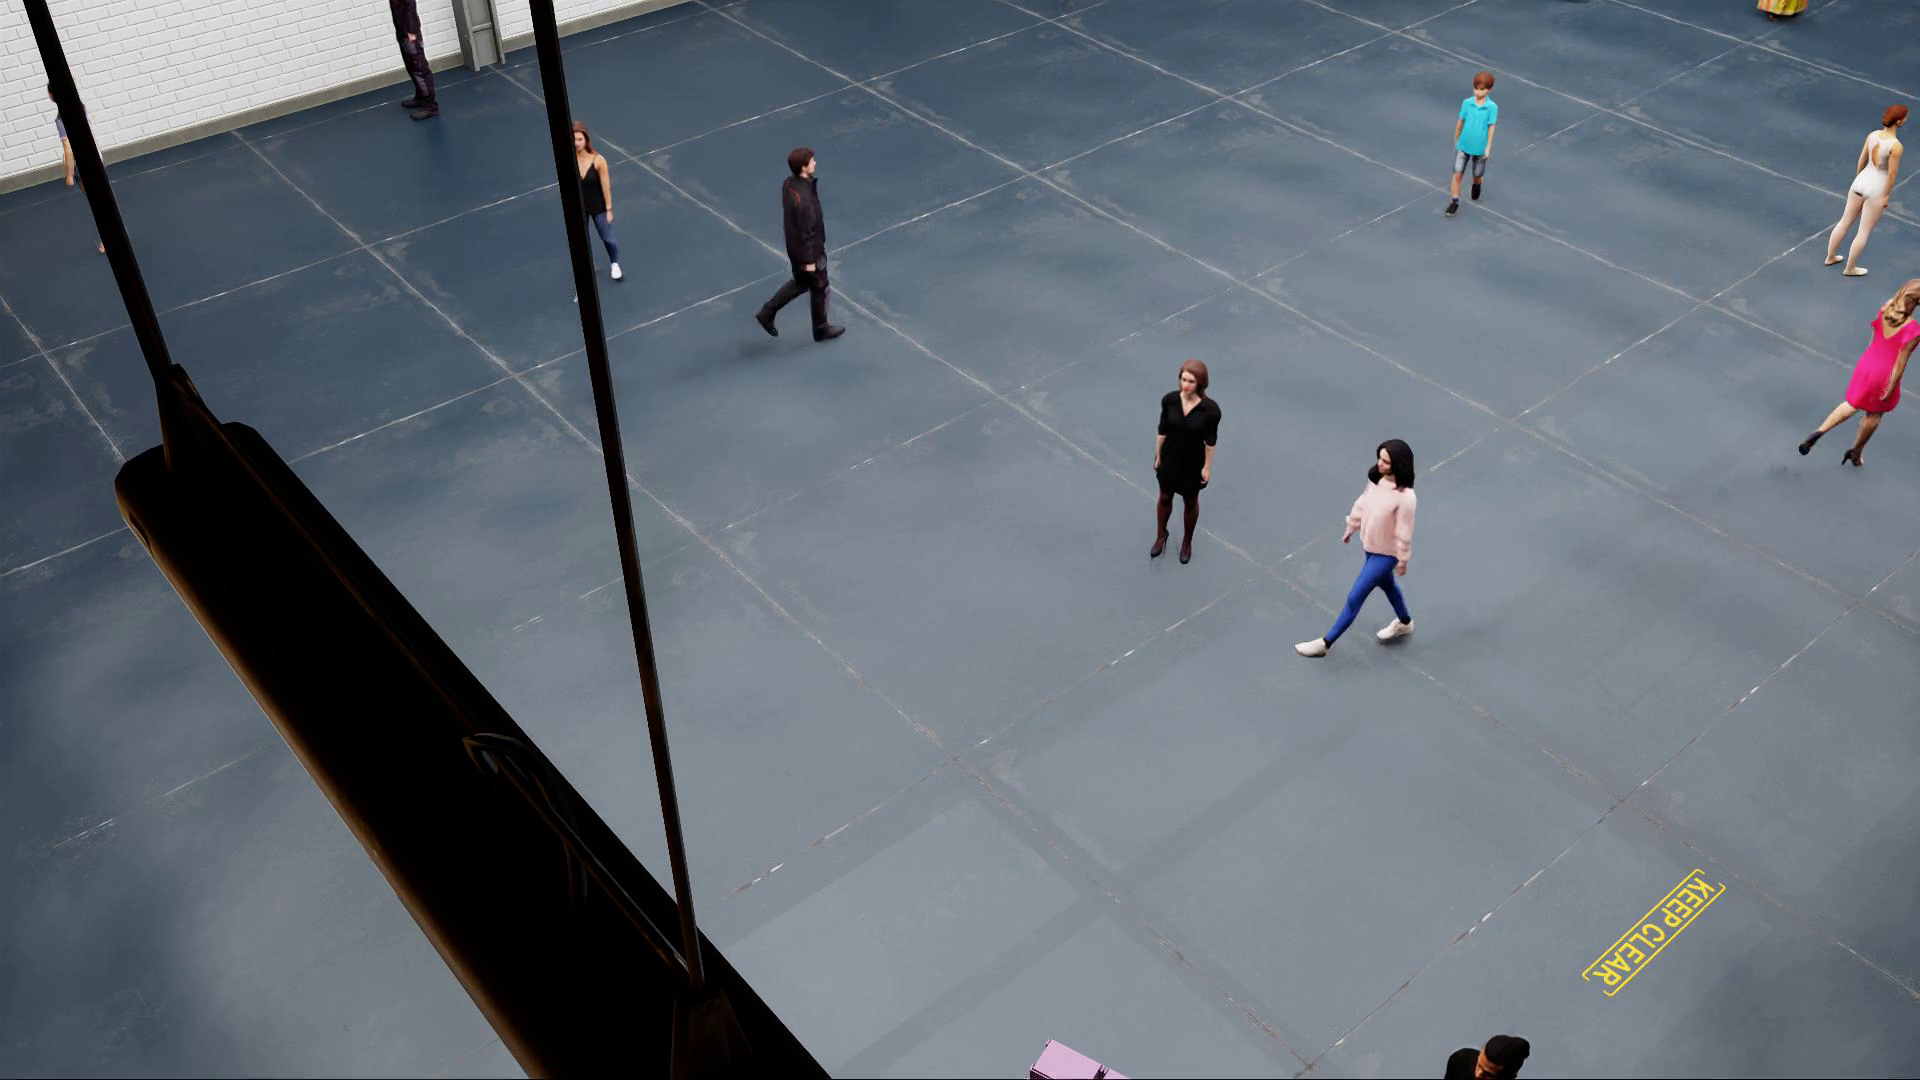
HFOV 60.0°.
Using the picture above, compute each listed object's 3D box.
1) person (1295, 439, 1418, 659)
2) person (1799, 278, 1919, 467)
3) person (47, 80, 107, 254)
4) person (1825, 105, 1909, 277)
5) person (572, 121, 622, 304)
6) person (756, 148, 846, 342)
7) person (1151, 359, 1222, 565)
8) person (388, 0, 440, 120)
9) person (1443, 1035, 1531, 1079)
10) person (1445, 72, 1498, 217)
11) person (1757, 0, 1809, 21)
[{"bbox_3d":[2.896,0.063,11.146,1.263,1.712,1.015,-9,39,-11],"label":"person"},{"bbox_3d":[6.986,-1.258,12.803,0.959,1.709,0.785,-12,40,-14],"label":"person"},{"bbox_3d":[-8.165,-3.510,15.603,0.742,1.733,0.693,1,39,1],"label":"person"},{"bbox_3d":[8.384,-3.231,15.325,0.580,1.644,0.601,-14,41,-17],"label":"person"},{"bbox_3d":[-3.330,-3.036,15.061,1.023,1.668,1.061,2,39,3],"label":"person"},{"bbox_3d":[-1.408,-2.471,14.235,1.107,1.818,0.910,-14,41,-17],"label":"person"},{"bbox_3d":[1.603,-0.567,11.940,0.656,1.706,0.644,15,41,18],"label":"person"},{"bbox_3d":[-5.993,-5.541,18.002,0.623,1.914,0.717,-20,43,-23],"label":"person"},{"bbox_3d":[2.342,2.830,7.646,0.524,1.757,0.624,-27,46,-29],"label":"person"},{"bbox_3d":[5.062,-3.908,16.341,0.687,1.435,0.849,20,43,23],"label":"person"},{"bbox_3d":[10.282,-7.209,20.295,0.877,1.658,1.026,-12,40,-14],"label":"person"}]
